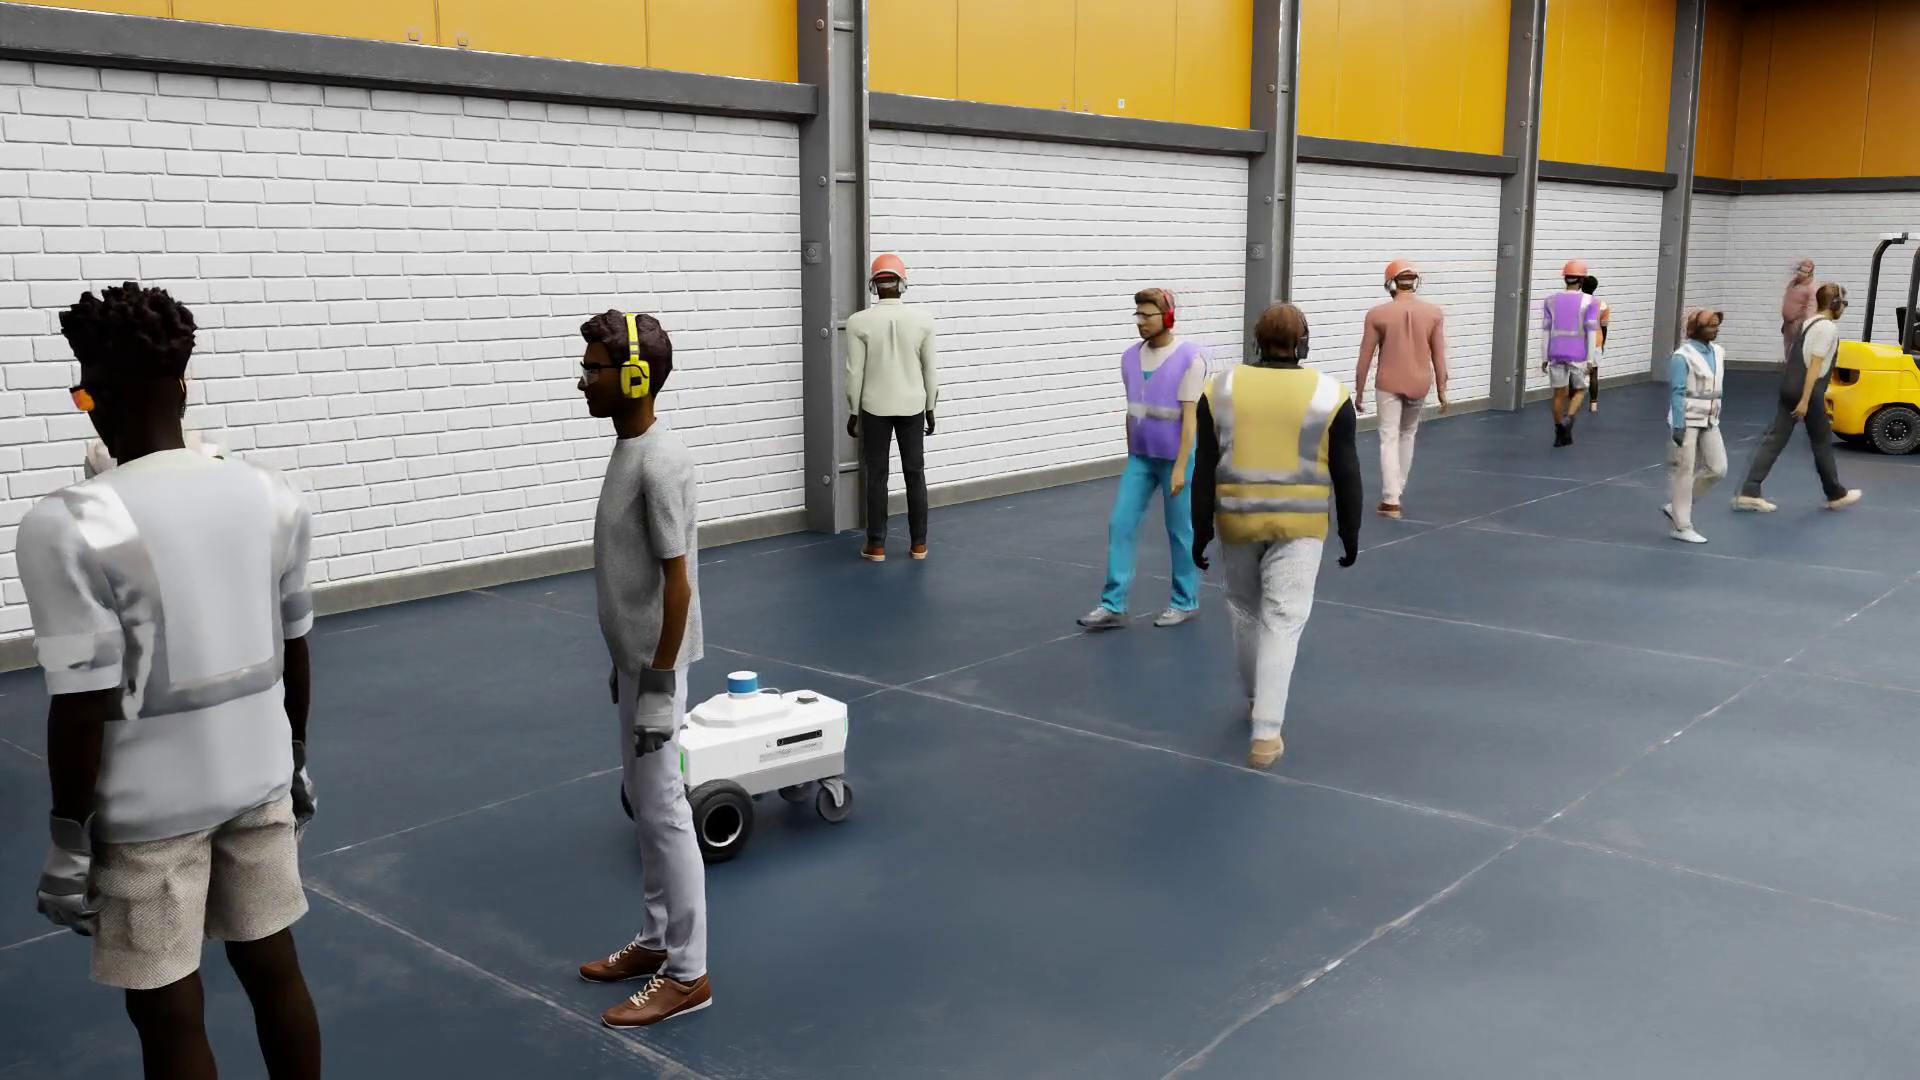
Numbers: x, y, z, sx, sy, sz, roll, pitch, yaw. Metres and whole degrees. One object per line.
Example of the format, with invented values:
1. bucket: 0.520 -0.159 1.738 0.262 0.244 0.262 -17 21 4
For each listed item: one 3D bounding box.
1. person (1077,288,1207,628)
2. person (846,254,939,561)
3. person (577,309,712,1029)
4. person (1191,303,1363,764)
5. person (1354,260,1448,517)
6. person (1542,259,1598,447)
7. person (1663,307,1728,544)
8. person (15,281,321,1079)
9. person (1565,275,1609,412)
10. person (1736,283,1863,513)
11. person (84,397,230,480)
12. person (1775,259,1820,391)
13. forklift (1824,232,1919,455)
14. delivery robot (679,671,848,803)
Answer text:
1. person: 0.975 -0.401 8.742 0.824 1.816 0.570 -10 14 -43
2. person: -0.444 -0.852 10.813 0.608 1.986 0.391 -2 10 -13
3. person: -0.844 0.336 4.376 0.325 1.871 0.522 -4 11 -22
4. person: 1.310 -0.055 6.798 0.660 1.796 0.931 4 11 21
5. person: 3.364 -1.171 12.776 0.679 1.927 0.855 0 10 -1
6. person: 6.143 -1.875 16.833 0.545 1.924 0.547 7 12 35
7. person: 5.072 -0.787 11.442 0.540 1.624 0.363 -6 12 -31
8. person: -1.523 0.485 3.258 0.367 1.962 0.613 5 11 25
9. person: 7.736 -2.419 20.586 0.536 1.693 0.321 2 10 10
10. person: 6.486 -1.080 12.756 1.048 1.759 0.511 -1 10 -6
11. person: -2.915 0.165 6.138 0.527 1.584 0.906 -4 11 -24
12. person: 11.761 -2.986 23.337 0.442 1.885 0.704 0 10 0
13. forklift: 9.955 -1.972 16.595 2.313 2.155 1.214 1 10 8
14. delivery robot: -0.744 0.699 5.762 0.707 0.478 0.477 -6 12 -36
